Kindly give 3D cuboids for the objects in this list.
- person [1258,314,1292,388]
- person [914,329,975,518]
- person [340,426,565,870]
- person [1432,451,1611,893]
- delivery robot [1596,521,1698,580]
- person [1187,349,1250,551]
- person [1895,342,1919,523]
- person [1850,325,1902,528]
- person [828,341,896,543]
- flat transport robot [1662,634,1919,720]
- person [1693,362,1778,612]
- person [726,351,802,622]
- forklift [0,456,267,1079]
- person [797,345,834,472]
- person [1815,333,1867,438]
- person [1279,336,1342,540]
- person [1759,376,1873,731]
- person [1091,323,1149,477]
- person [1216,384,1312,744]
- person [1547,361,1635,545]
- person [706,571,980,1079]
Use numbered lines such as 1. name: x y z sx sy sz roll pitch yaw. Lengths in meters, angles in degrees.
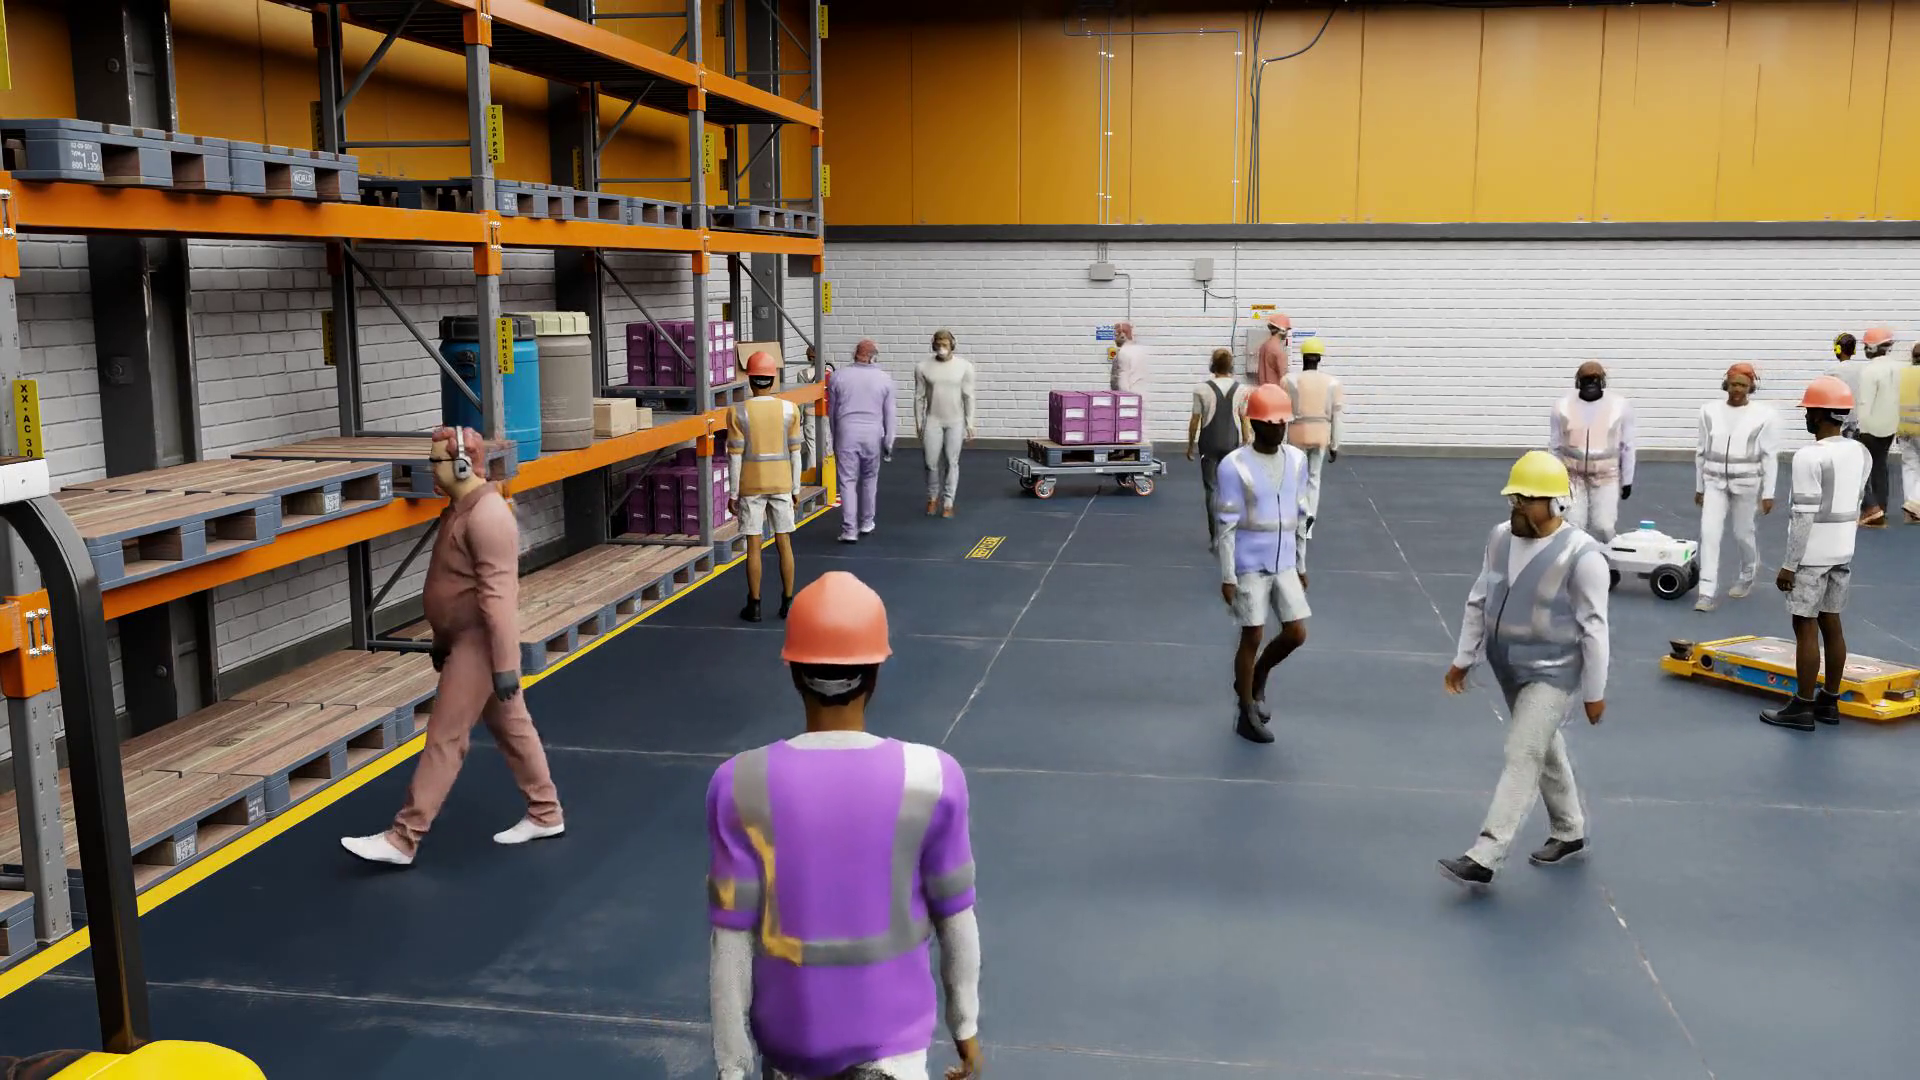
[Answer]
1. person: 3.911 -1.793 20.483 0.494 1.972 0.638 -2 9 -11
2. person: -0.157 -1.168 16.834 0.629 1.925 0.446 0 9 3
3. person: -2.152 0.450 7.047 0.954 1.856 0.659 -3 10 -18
4. person: 2.304 0.524 6.803 0.915 1.782 0.601 -4 10 -21
5. delivery robot: 5.333 0.095 12.941 0.707 0.478 0.477 6 11 35
6. person: 2.333 -0.821 15.011 0.512 1.809 0.850 -1 9 -4
7. person: 9.513 -1.058 16.484 0.436 1.808 0.677 -3 10 -17
8. person: 8.872 -1.089 16.172 0.626 1.978 0.439 -5 10 -28
9. person: -0.925 -0.923 15.532 0.620 1.848 0.895 -2 9 -11
10. flat transport robot: 4.994 0.782 9.869 0.652 0.197 1.431 -5 11 -28
11. person: 5.795 -0.412 12.416 0.587 1.849 0.952 8 12 40
12. person: -1.403 -0.379 11.897 0.543 1.939 0.361 -3 10 -19
13. forklift: -2.328 0.975 2.765 2.313 2.155 1.214 1 9 9
14. person: -1.672 -1.456 19.464 0.510 1.640 0.308 -6 11 -31
15. person: 9.090 -1.197 17.179 0.521 1.865 0.335 -2 9 -10
16. person: 3.220 -0.923 15.348 0.601 1.907 0.541 -1 9 -4
17. person: 4.679 0.076 9.097 0.545 1.938 0.358 -5 11 -30
18. person: 1.935 -1.698 20.241 0.870 1.865 0.685 5 11 29
19. person: 1.610 0.125 8.846 0.568 1.918 0.454 -4 10 -23
20. person: 4.897 -0.486 12.939 0.651 1.821 0.594 5 10 26
21. person: -0.241 1.013 3.503 0.565 1.895 0.998 0 9 0
